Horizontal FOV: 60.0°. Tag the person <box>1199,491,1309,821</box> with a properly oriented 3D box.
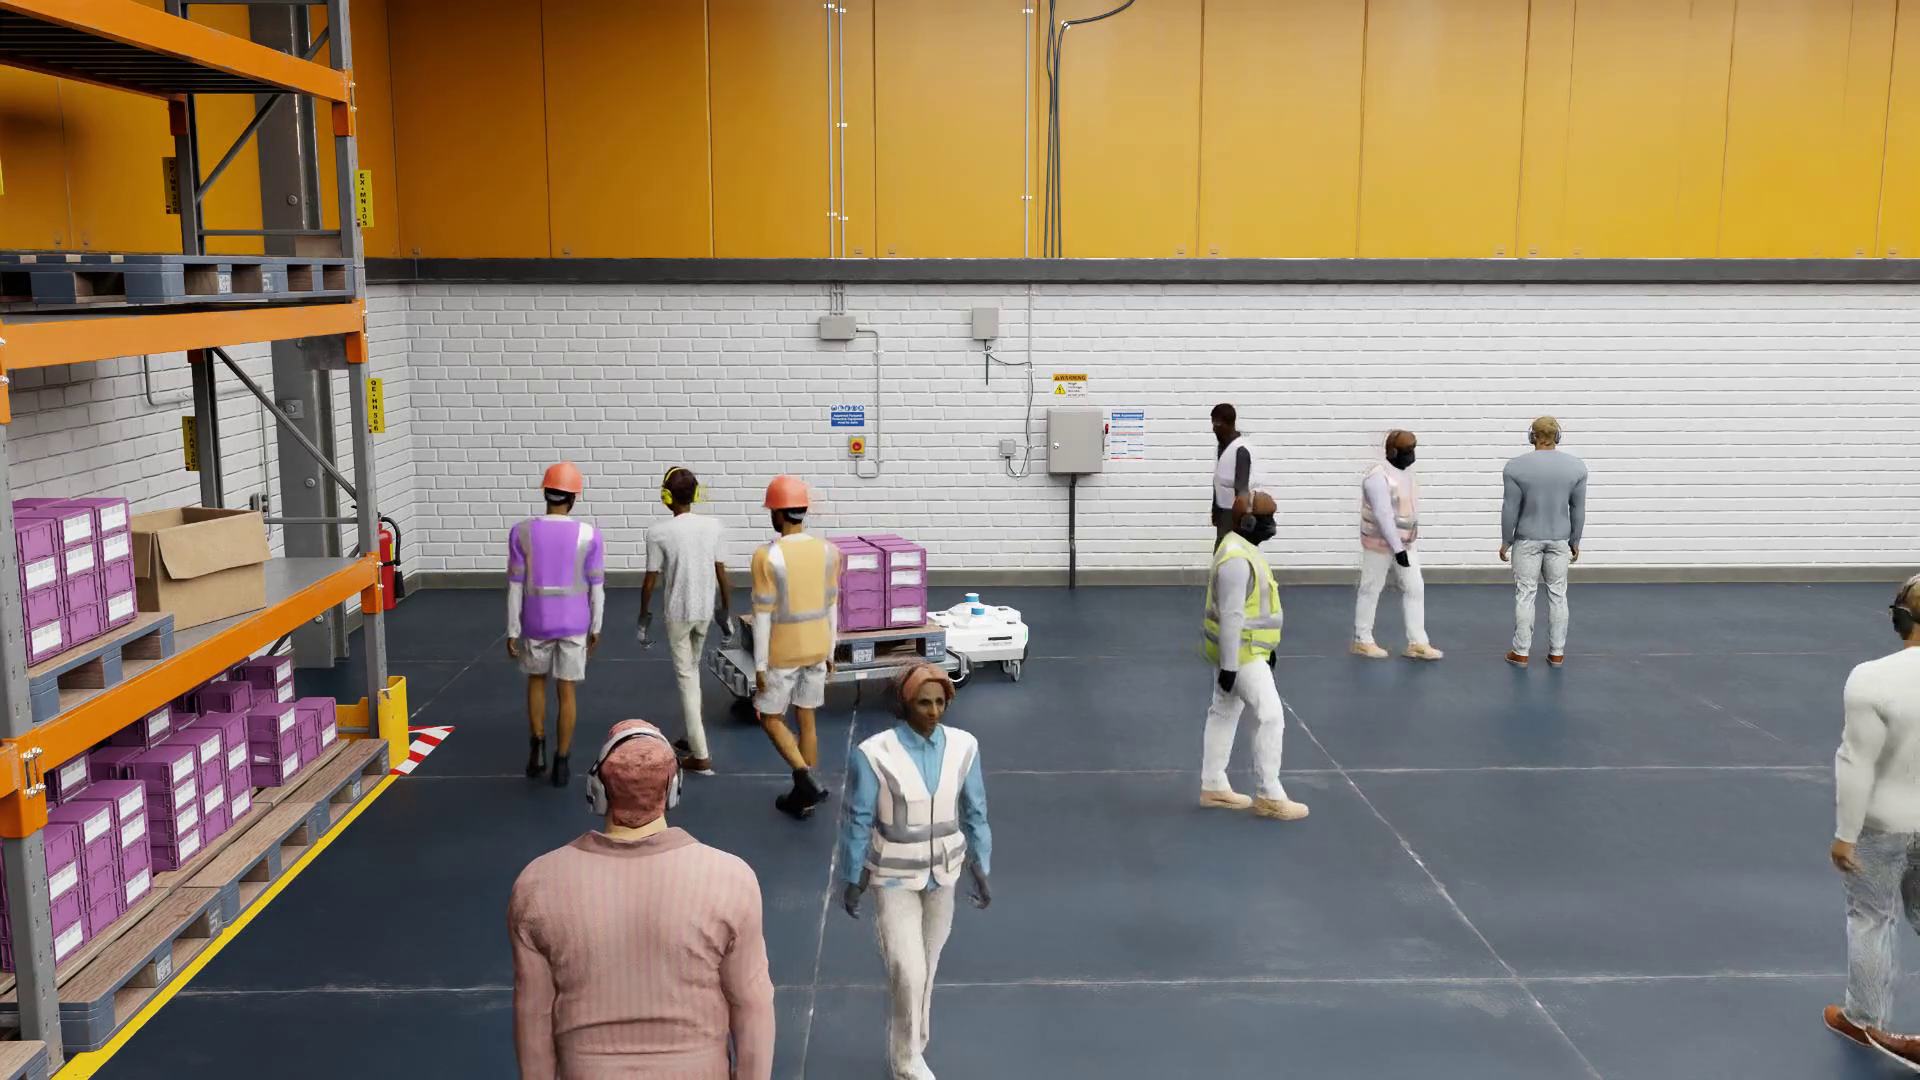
[{"bbox_3d":[1.681,0.633,9.218,0.747,1.815,0.652,2,9,12],"label":"person"}]

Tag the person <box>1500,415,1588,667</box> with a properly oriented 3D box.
[{"bbox_3d":[4.421,0.015,12.664,0.628,1.935,0.373,1,9,4],"label":"person"}]

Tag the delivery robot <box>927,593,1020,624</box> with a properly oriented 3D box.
[{"bbox_3d":[0.090,0.651,12.692,0.707,0.478,0.477,-4,10,-23],"label":"delivery robot"}]

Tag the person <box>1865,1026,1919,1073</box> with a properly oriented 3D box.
[{"bbox_3d":[3.881,1.181,5.915,1.011,1.803,0.488,5,11,30],"label":"person"}]

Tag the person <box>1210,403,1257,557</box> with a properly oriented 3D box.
[{"bbox_3d":[2.361,-0.248,14.407,0.470,1.886,0.700,-2,9,-12],"label":"person"}]

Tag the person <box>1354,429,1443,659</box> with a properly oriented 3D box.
[{"bbox_3d":[3.386,0.054,12.801,0.640,1.806,0.822,-8,12,-41],"label":"person"}]

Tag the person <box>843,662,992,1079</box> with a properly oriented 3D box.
[{"bbox_3d":[-0.112,1.251,6.008,0.551,1.615,0.599,-5,11,-29],"label":"person"}]

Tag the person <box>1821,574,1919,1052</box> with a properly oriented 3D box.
[{"bbox_3d":[3.595,1.078,6.206,0.635,1.917,0.750,-1,9,-5],"label":"person"}]

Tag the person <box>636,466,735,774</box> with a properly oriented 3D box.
[{"bbox_3d":[-1.718,0.471,10.134,0.565,1.840,0.741,-7,12,-37],"label":"person"}]

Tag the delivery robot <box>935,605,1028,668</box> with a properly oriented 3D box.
[{"bbox_3d":[0.134,0.725,12.235,0.707,0.478,0.477,-2,9,-15],"label":"delivery robot"}]

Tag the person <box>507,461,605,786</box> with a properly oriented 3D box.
[{"bbox_3d":[-2.373,0.490,9.812,0.569,1.912,0.485,-1,9,-9],"label":"person"}]

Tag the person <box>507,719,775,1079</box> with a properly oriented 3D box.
[{"bbox_3d":[-0.796,1.395,4.266,0.651,1.913,0.410,0,9,-3],"label":"person"}]

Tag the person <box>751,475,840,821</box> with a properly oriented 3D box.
[{"bbox_3d":[-0.872,0.609,9.051,0.551,1.921,0.552,-7,11,-36],"label":"person"}]
